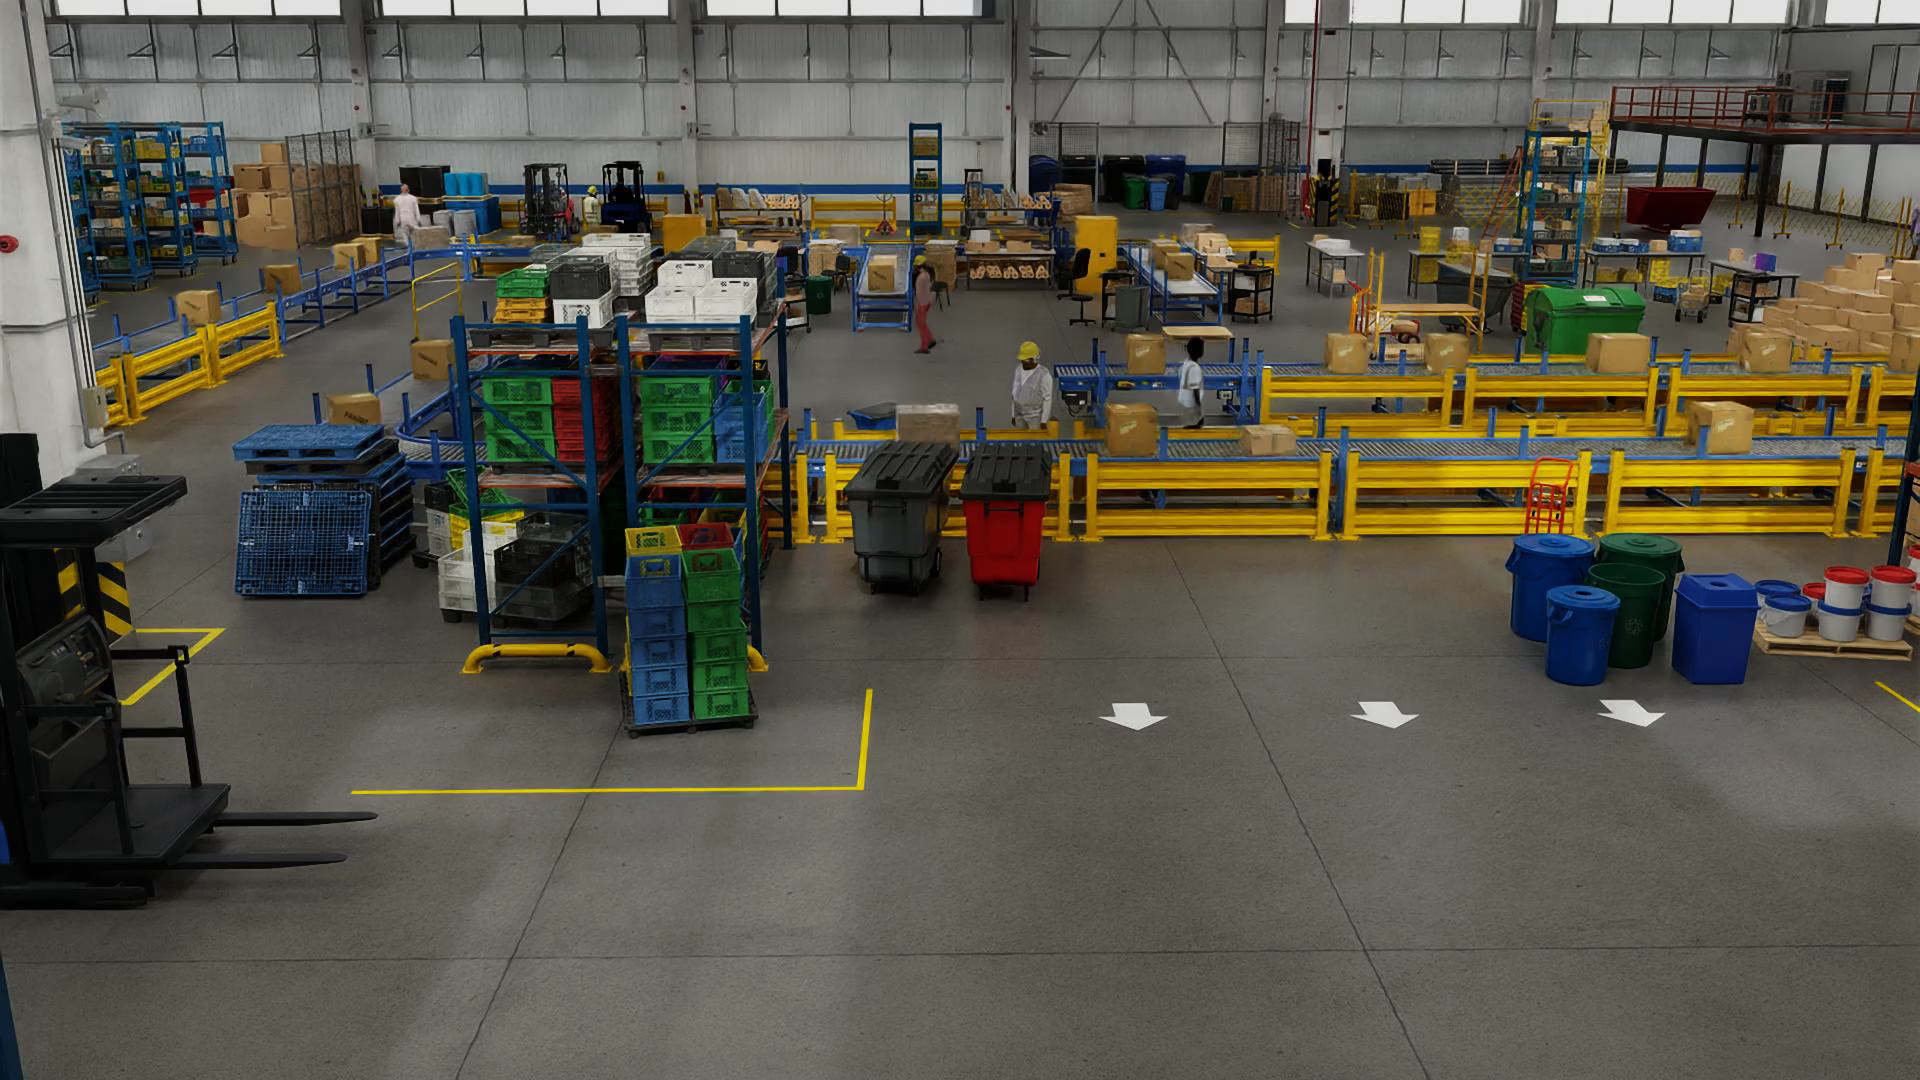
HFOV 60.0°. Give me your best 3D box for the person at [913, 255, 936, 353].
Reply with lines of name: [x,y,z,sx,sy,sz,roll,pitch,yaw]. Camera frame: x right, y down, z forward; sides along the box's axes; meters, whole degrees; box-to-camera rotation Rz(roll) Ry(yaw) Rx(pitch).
person: [-0.690,-4.210,29.718,0.365,1.752,0.551,6,17,20]

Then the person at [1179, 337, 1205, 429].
person: [2.995,-1.762,21.333,0.381,1.679,0.547,-1,16,-2]

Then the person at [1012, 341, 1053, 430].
person: [0.840,-1.512,20.217,0.588,1.823,0.403,15,22,42]

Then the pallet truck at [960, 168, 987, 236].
pallet truck: [0.383,-10.230,50.206,0.823,1.965,1.885,-1,16,-3]

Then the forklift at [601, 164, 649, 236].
forklift: [-9.948,-10.127,49.296,1.157,1.987,2.680,-1,16,-3]

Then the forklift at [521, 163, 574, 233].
forklift: [-12.233,-10.122,49.298,1.157,1.987,2.680,0,16,-1]

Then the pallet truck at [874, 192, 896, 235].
pallet truck: [-2.277,-9.986,50.594,0.653,1.274,1.630,0,16,-1]

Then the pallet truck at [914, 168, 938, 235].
pallet truck: [-0.989,-10.316,50.507,0.823,1.965,1.885,1,16,3]

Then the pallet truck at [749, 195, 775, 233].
pallet truck: [-6.051,-9.967,50.660,0.680,1.201,1.601,0,16,-1]

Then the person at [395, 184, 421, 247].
person: [-14.888,-8.640,44.876,0.659,1.886,0.465,1,16,4]

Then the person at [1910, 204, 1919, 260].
person: [23.900,-7.662,41.217,0.606,2.034,0.397,11,20,35]

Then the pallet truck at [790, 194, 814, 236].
pallet truck: [-4.814,-9.883,50.259,0.704,1.261,1.522,-1,16,-3]

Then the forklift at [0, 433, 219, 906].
forklift: [-5.952,0.780,10.366,1.873,2.768,1.129,0,16,-1]

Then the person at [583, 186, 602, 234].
person: [-9.904,-8.656,45.029,0.599,1.830,0.404,11,19,34]
